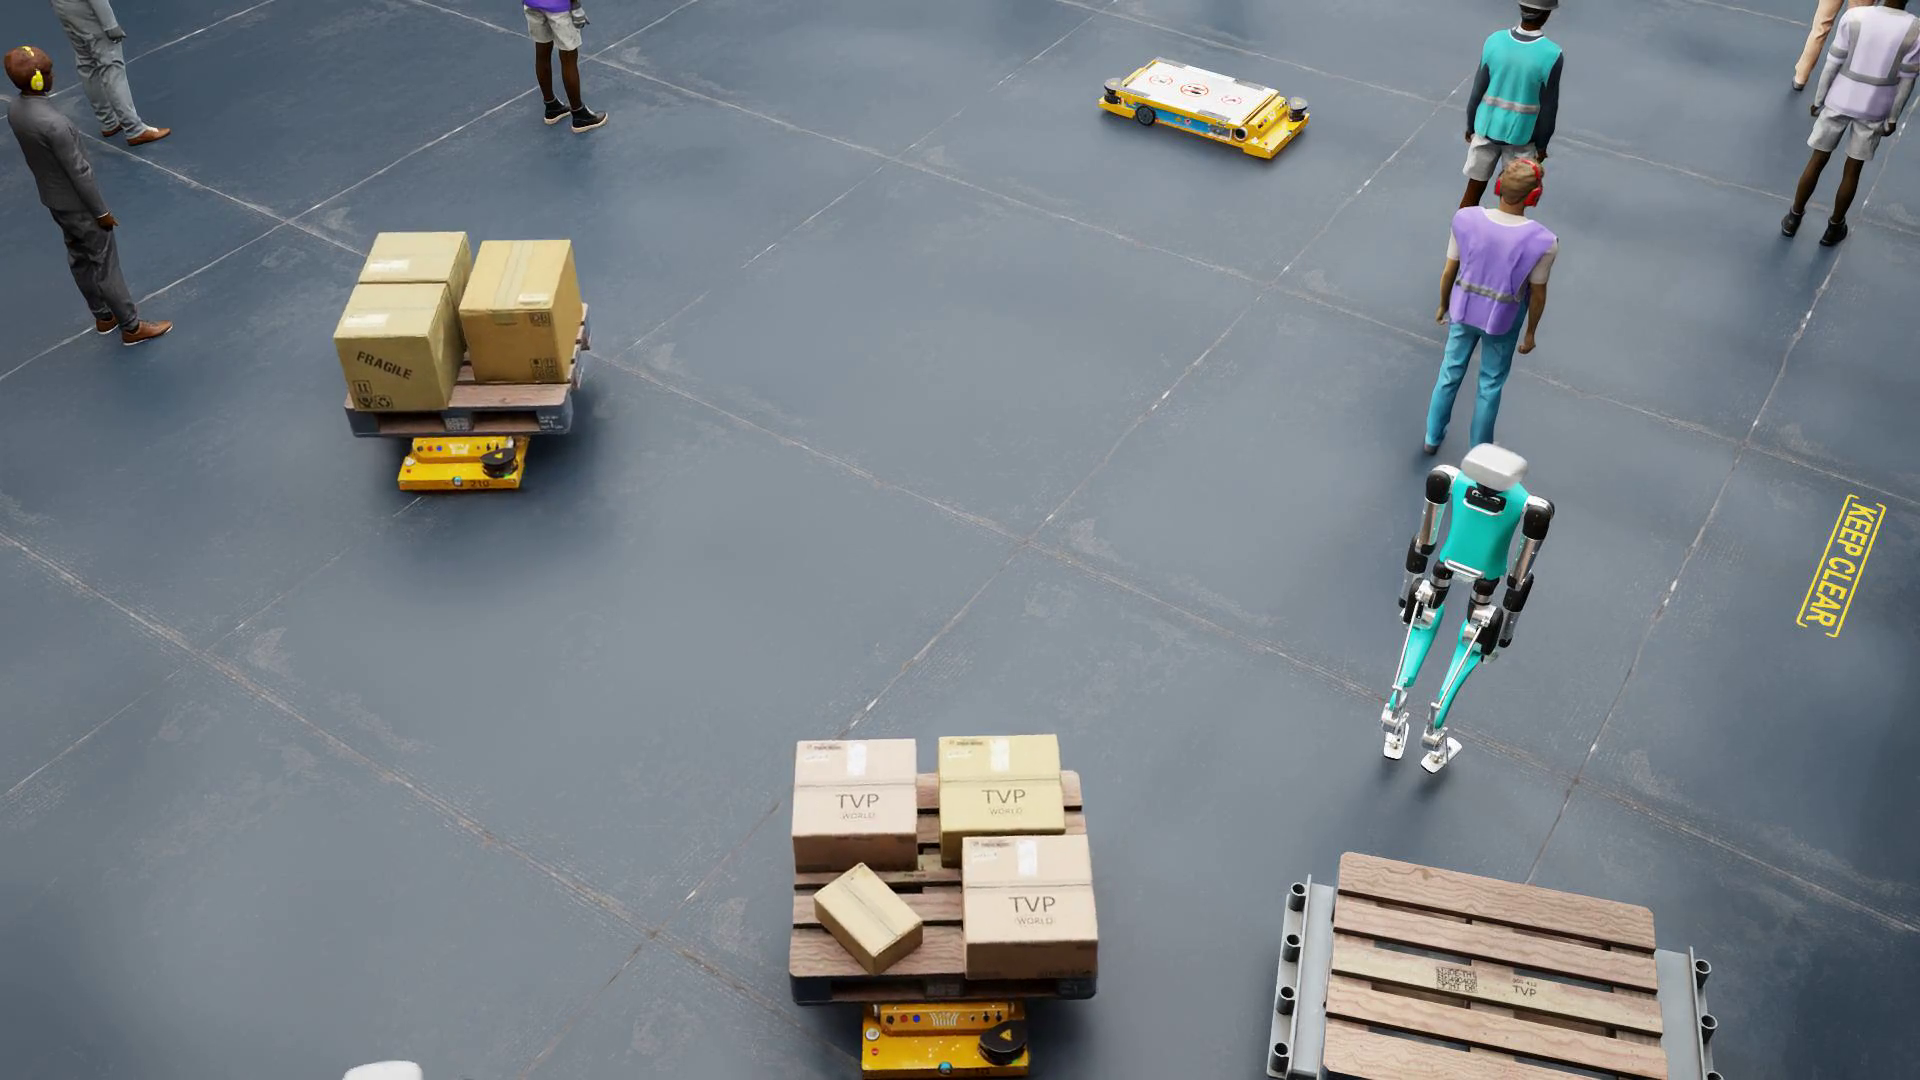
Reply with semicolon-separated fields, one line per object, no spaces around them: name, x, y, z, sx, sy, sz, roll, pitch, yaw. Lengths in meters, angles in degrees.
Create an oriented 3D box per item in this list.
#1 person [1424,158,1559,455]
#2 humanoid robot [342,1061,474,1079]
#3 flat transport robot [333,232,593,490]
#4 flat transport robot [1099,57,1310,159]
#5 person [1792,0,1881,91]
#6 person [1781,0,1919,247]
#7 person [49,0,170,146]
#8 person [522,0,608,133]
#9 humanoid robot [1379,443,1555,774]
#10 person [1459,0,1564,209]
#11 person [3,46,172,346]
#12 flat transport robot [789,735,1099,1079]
person;2.818;-1.184;8.927;0.562;1.837;0.390;24;47;25
humanoid robot;-1.614;2.270;5.132;0.558;1.737;1.027;-12;43;-13
flat transport robot;-2.793;-0.811;9.687;0.659;0.231;1.431;-1;42;-1
flat transport robot;1.817;-3.238;12.403;1.431;0.231;0.659;24;47;24
person;6.609;-4.110;12.327;0.464;1.671;0.388;24;47;25
person;5.763;-2.805;10.667;0.542;1.939;0.357;24;47;25
person;-6.137;-3.711;11.709;0.638;1.902;0.410;24;47;25
person;-2.916;-3.865;11.838;0.603;1.958;0.374;24;47;25
humanoid robot;2.064;0.401;7.132;0.533;1.672;0.735;24;47;24
person;3.414;-2.549;10.384;0.552;1.934;0.429;24;47;25
person;-5.217;-2.010;9.825;0.491;1.874;0.356;24;47;25
flat transport robot;-0.076;1.580;7.011;0.659;0.231;1.431;-1;42;-1
